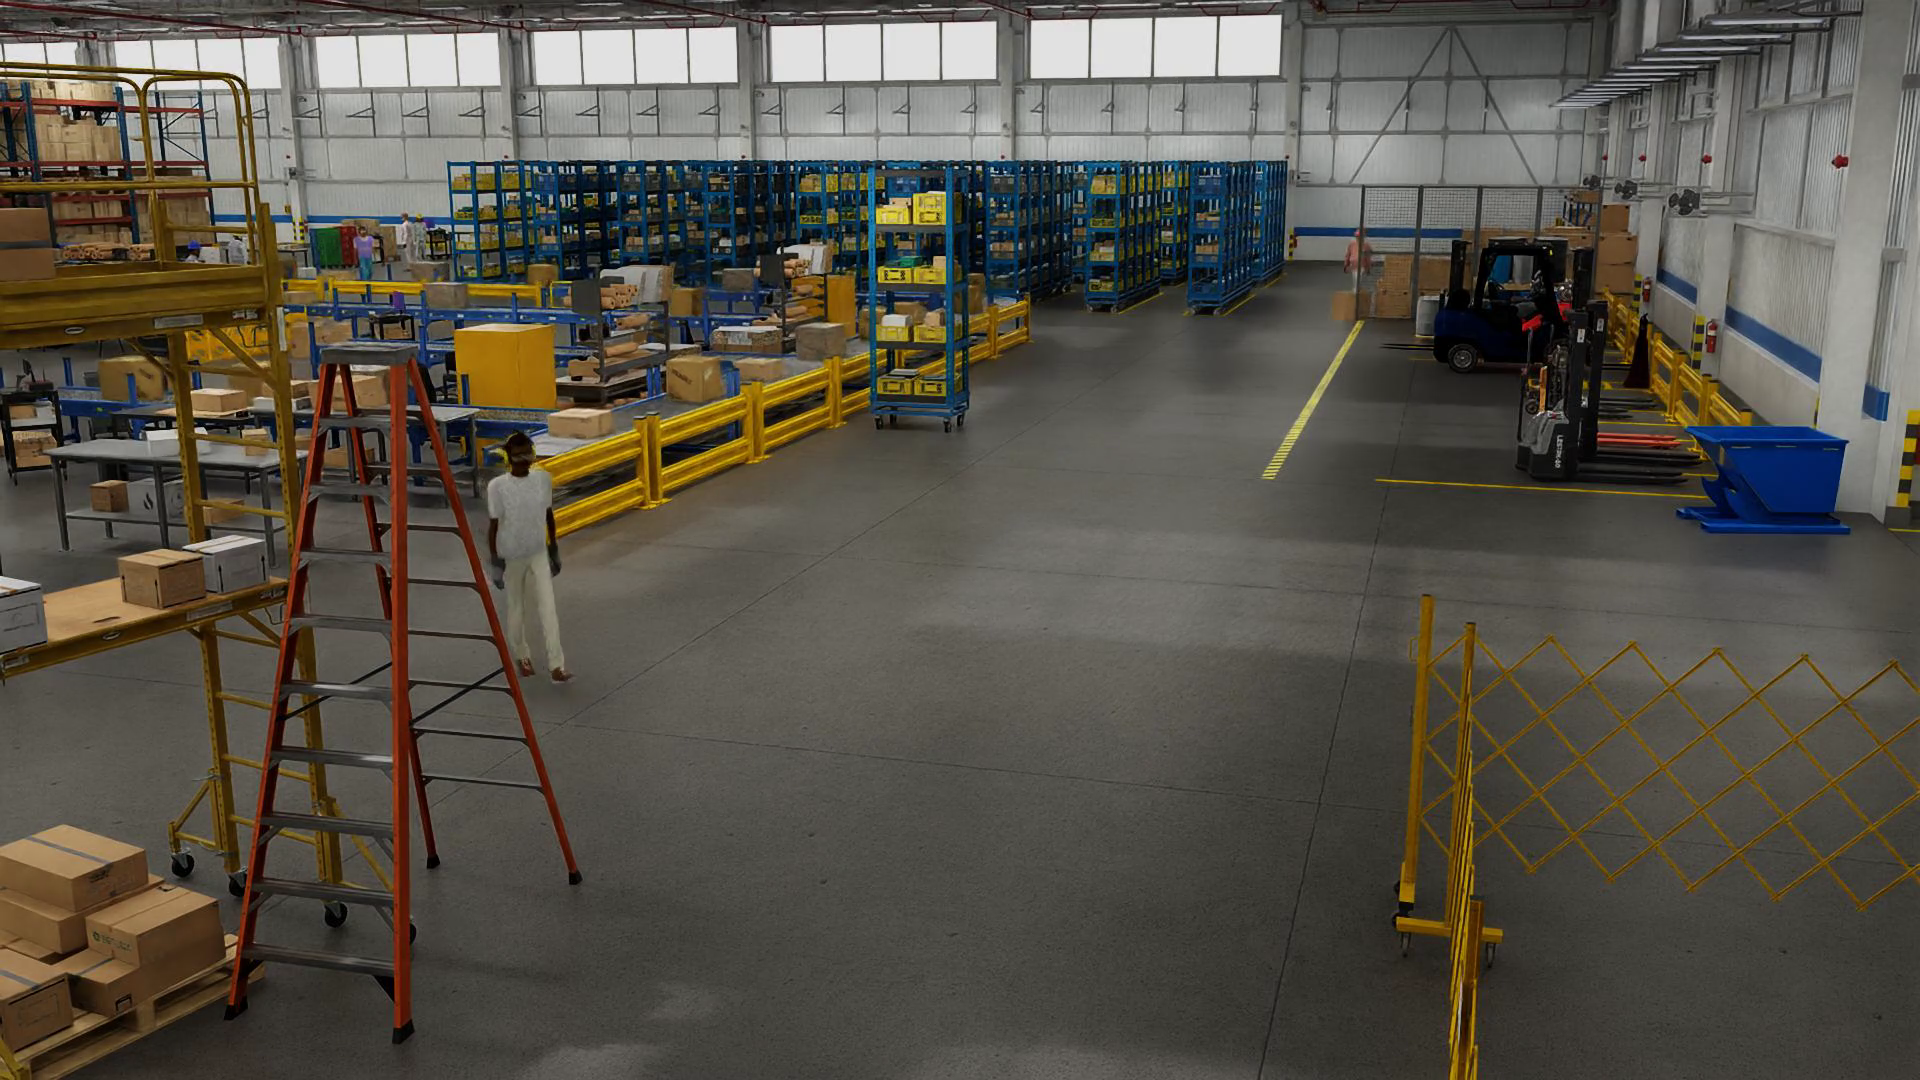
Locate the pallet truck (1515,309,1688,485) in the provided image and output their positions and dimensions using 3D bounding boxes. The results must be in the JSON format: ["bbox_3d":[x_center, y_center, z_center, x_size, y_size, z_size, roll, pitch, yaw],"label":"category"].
[{"bbox_3d":[7.554,-1.677,19.446,1.885,1.965,0.823,3,13,14],"label":"pallet truck"}]

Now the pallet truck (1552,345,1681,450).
[{"bbox_3d":[8.641,-1.896,21.908,1.630,1.274,0.653,4,14,16],"label":"pallet truck"}]

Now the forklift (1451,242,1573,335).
[{"bbox_3d":[10.464,-4.597,31.405,2.680,1.987,1.157,4,14,16],"label":"forklift"}]

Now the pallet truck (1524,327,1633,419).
[{"bbox_3d":[9.065,-2.460,24.370,1.522,1.261,0.704,3,13,14],"label":"pallet truck"}]

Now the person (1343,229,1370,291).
[{"bbox_3d":[10.144,-6.951,42.354,1.028,1.950,0.614,-12,17,-41],"label":"person"}]

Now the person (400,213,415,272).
[{"bbox_3d":[-18.160,-9.775,54.640,0.406,1.901,0.639,0,13,1],"label":"person"}]

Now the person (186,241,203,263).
[{"bbox_3d":[-16.587,-5.517,36.140,0.405,1.945,0.615,-5,14,-20],"label":"person"}]

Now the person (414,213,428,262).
[{"bbox_3d":[-19.166,-10.726,59.116,0.484,1.735,0.355,-8,15,-32],"label":"person"}]

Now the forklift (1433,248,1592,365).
[{"bbox_3d":[9.780,-4.111,29.280,2.680,1.987,1.157,3,13,14],"label":"forklift"}]

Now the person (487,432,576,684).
[{"bbox_3d":[-3.076,0.153,11.893,0.568,1.830,0.893,-8,15,-31],"label":"person"}]

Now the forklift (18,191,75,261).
[{"bbox_3d":[-28.099,-9.373,50.760,1.129,2.768,1.873,0,13,2],"label":"forklift"}]

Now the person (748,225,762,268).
[{"bbox_3d":[-6.323,-8.919,51.173,0.729,1.805,0.605,13,18,43],"label":"person"}]

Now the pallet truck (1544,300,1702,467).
[{"bbox_3d":[8.263,-1.952,20.631,1.885,1.965,0.823,5,14,20],"label":"pallet truck"}]

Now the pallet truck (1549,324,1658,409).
[{"bbox_3d":[9.824,-2.669,25.407,1.601,1.201,0.680,4,14,16],"label":"pallet truck"}]

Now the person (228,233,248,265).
[{"bbox_3d":[-19.193,-7.366,44.376,0.603,1.830,0.404,6,14,24],"label":"person"}]

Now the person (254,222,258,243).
[{"bbox_3d":[-25.054,-10.843,59.586,0.593,1.734,0.418,-7,15,-27],"label":"person"}]

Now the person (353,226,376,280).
[{"bbox_3d":[-16.689,-7.896,46.671,0.587,1.827,0.447,-8,15,-32],"label":"person"}]
